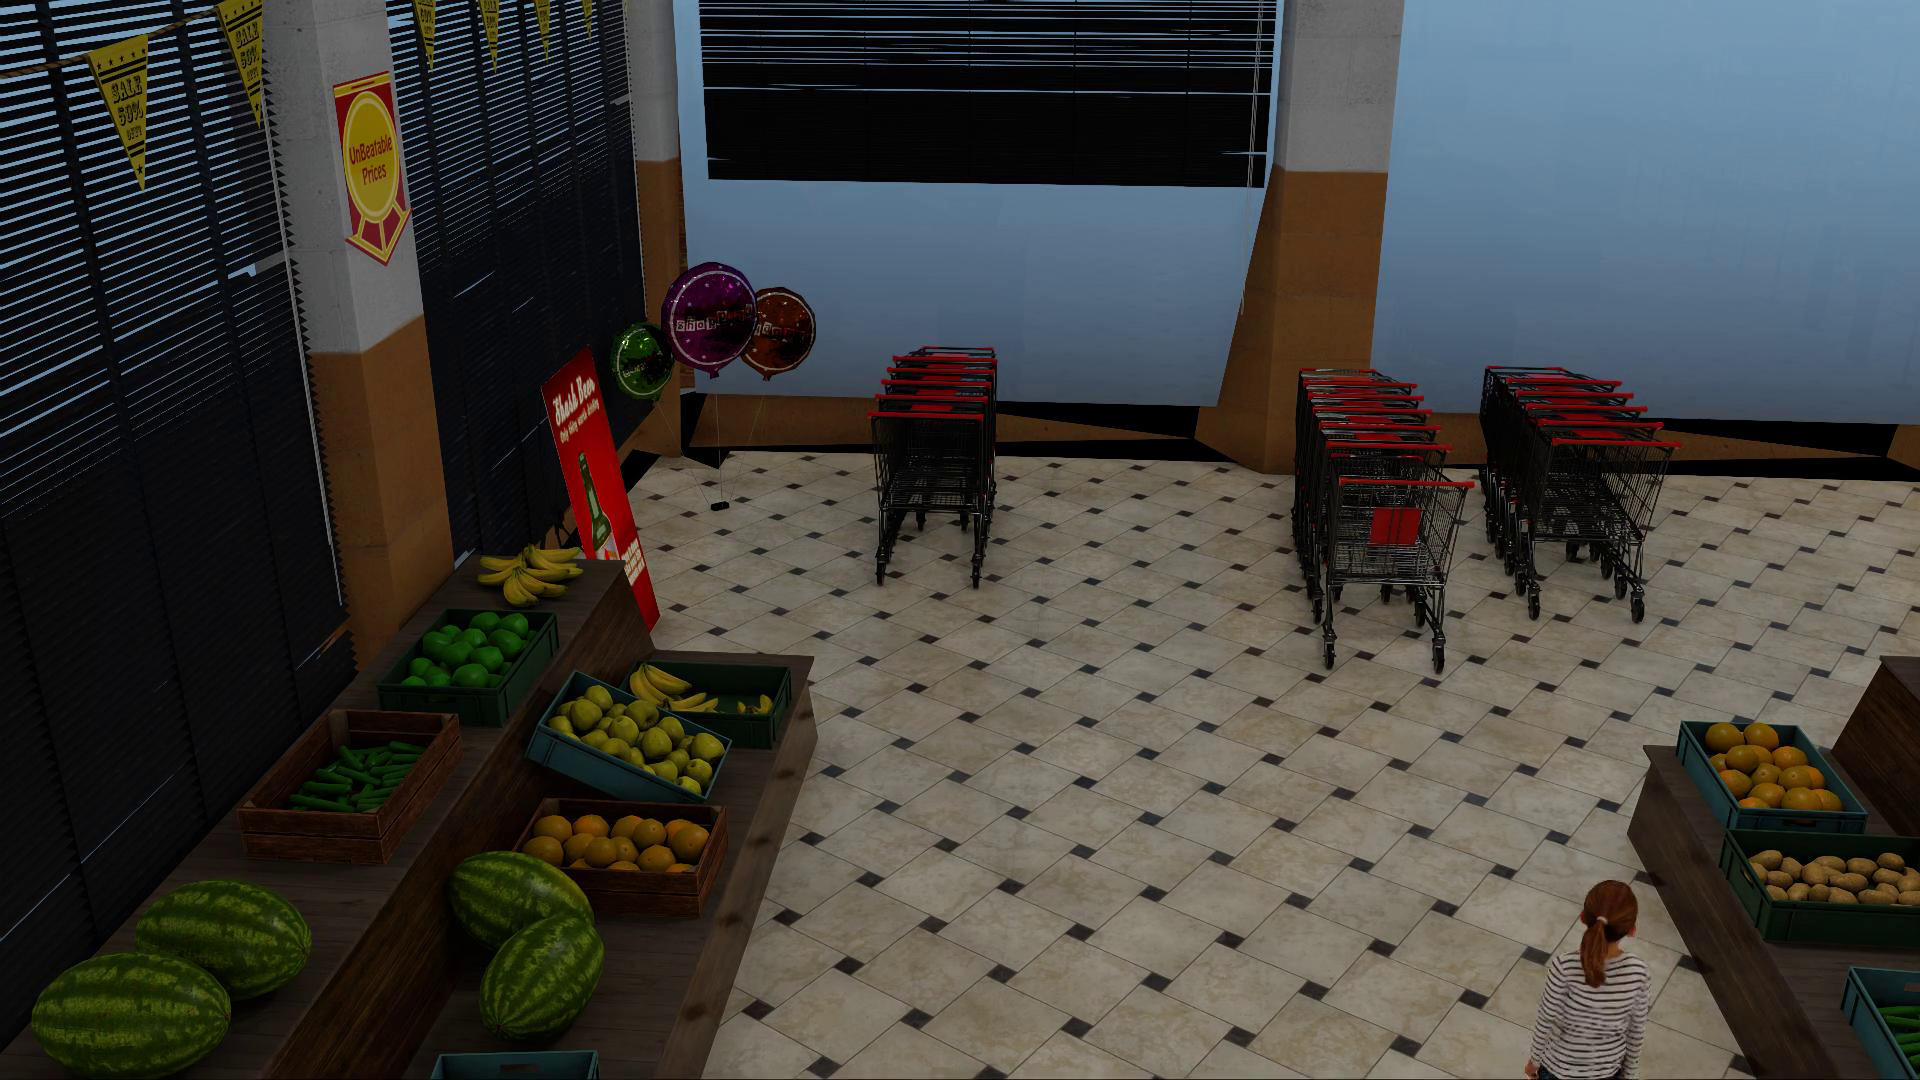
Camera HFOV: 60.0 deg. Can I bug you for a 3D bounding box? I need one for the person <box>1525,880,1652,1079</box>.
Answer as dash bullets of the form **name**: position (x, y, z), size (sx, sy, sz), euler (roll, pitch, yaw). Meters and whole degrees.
- **person**: position (1.955, 1.686, 5.177), size (0.484, 1.306, 0.725), euler (1, 22, 2)
